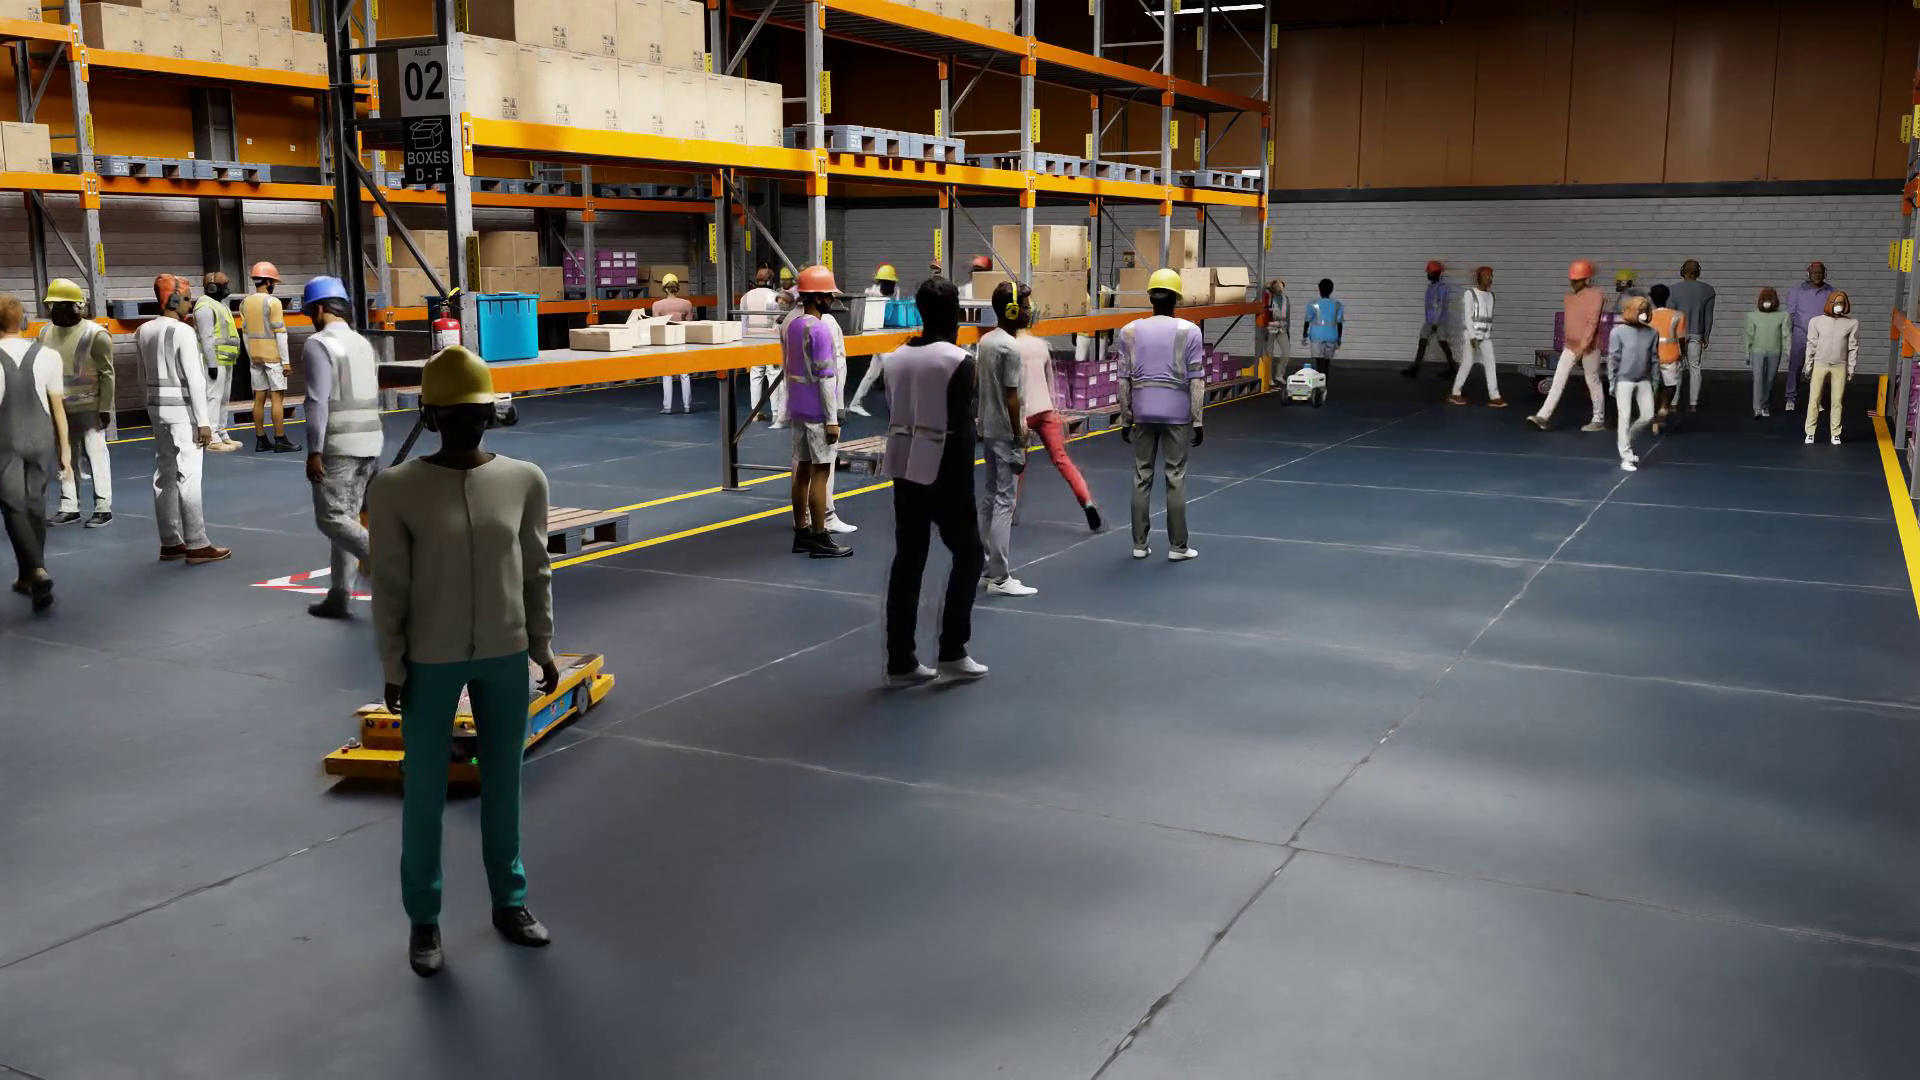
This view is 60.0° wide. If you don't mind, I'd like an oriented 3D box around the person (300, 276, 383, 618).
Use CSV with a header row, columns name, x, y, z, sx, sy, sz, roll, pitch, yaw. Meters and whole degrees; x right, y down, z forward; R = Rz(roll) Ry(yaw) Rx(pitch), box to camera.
name,x,y,z,sx,sy,sz,roll,pitch,yaw
person,-3.336,-0.497,9.177,0.706,1.898,0.664,2,10,11

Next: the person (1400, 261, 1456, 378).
name,x,y,z,sx,sy,sz,roll,pitch,yaw
person,7.646,-3.549,26.863,1.000,1.887,0.556,-3,10,-16

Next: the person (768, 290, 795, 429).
name,x,y,z,sx,sy,sz,roll,pitch,yaw
person,-1.910,-2.097,19.287,0.750,1.608,0.548,-8,13,-39

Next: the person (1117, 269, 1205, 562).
name,x,y,z,sx,sy,sz,roll,pitch,yaw
person,1.328,-0.814,10.941,0.585,1.918,0.381,5,11,25

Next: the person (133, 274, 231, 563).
name,x,y,z,sx,sy,sz,roll,pitch,yaw
person,-5.115,-0.789,10.889,0.573,1.886,0.354,6,11,30

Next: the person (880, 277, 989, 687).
name,x,y,z,sx,sy,sz,roll,pitch,yaw
person,-0.100,-0.262,7.772,0.646,1.903,0.649,-9,13,-42

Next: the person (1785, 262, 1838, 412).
name,x,y,z,sx,sy,sz,roll,pitch,yaw
person,10.876,-2.590,21.256,0.643,1.909,0.409,2,10,11

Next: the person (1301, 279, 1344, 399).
name,x,y,z,sx,sy,sz,roll,pitch,yaw
person,5.075,-2.823,23.337,0.540,1.642,0.882,-2,10,-9

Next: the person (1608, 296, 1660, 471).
name,x,y,z,sx,sy,sz,roll,pitch,yaw
person,6.299,-1.466,15.566,0.520,1.626,0.496,-1,10,-6

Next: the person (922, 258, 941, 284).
name,x,y,z,sx,sy,sz,roll,pitch,yaw
person,-0.285,-3.018,23.478,0.622,1.992,0.396,7,12,36

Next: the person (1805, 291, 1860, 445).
name,x,y,z,sx,sy,sz,roll,pitch,yaw
person,9.209,-1.817,17.596,0.496,1.629,0.277,4,10,20

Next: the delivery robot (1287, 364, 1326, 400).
name,x,y,z,sx,sy,sz,roll,pitch,yaw
delivery robot,4.587,-2.090,21.997,0.477,0.478,0.707,5,11,29

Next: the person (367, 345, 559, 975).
name,x,y,z,sx,sy,sz,roll,pitch,yaw
person,-1.397,0.332,4.746,0.526,1.769,0.328,-7,12,-33

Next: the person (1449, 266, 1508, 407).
name,x,y,z,sx,sy,sz,roll,pitch,yaw
person,6.879,-2.691,22.020,0.578,1.851,0.850,-5,11,-26

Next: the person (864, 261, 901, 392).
name,x,y,z,sx,sy,sz,roll,pitch,yaw
person,-1.109,-3.065,24.052,0.552,1.910,0.821,-1,10,-3

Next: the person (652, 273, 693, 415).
name,x,y,z,sx,sy,sz,roll,pitch,yaw
person,-3.593,-2.449,20.852,0.526,1.768,0.314,-5,11,-25

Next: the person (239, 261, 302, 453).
name,x,y,z,sx,sy,sz,roll,pitch,yaw
person,-7.010,-1.848,16.879,0.544,1.936,0.359,4,11,24

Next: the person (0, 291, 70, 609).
name,x,y,z,sx,sy,sz,roll,pitch,yaw
person,-5.398,-0.521,9.571,0.530,1.811,0.915,-9,13,-42

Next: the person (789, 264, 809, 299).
name,x,y,z,sx,sy,sz,roll,pitch,yaw
person,-2.021,-2.728,22.155,0.629,1.880,1.032,1,10,8

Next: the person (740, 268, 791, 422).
name,x,y,z,sx,sy,sz,roll,pitch,yaw
person,-2.311,-2.324,19.925,0.622,1.838,0.429,5,11,27

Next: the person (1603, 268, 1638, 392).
name,x,y,z,sx,sy,sz,roll,pitch,yaw
person,9.682,-3.030,24.098,0.693,1.807,0.597,6,11,29

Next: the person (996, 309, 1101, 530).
name,x,y,z,sx,sy,sz,roll,pitch,yaw
person,0.599,-0.919,12.146,0.894,1.718,0.551,9,14,43

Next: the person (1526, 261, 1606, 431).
name,x,y,z,sx,sy,sz,roll,pitch,yaw
person,6.935,-2.165,18.745,1.025,1.927,0.600,-5,11,-26

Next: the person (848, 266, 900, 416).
name,x,y,z,sx,sy,sz,roll,pitch,yaw
person,-0.957,-2.425,20.435,1.005,1.872,0.604,3,10,16

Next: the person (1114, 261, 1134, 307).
name,x,y,z,sx,sy,sz,roll,pitch,yaw
person,2.553,-3.218,24.925,0.631,1.888,1.033,9,13,42

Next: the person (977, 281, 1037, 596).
name,x,y,z,sx,sy,sz,roll,pitch,yaw
person,0.264,-0.592,9.837,0.316,1.860,0.516,-4,11,-21

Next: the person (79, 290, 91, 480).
name,x,y,z,sx,sy,sz,roll,pitch,yaw
person,-7.881,-1.407,14.968,0.505,1.711,0.794,3,10,14

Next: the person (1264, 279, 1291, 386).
name,x,y,z,sx,sy,sz,roll,pitch,yaw
person,4.822,-3.145,25.288,0.532,1.623,0.453,-4,11,-23

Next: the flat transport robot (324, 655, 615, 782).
name,x,y,z,sx,sy,sz,roll,pitch,yaw
flat transport robot,-1.999,0.696,6.962,0.652,0.197,1.431,1,10,7

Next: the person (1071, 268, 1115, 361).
name,x,y,z,sx,sy,sz,roll,pitch,yaw
person,1.828,-2.841,22.943,0.623,1.835,0.430,-1,10,-4

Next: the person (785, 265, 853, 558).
name,x,y,z,sx,sy,sz,roll,pitch,yaw
person,-0.950,-0.847,11.077,0.360,1.938,0.545,-6,11,-31

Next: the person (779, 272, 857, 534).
name,x,y,z,sx,sy,sz,roll,pitch,yaw
person,-1.017,-0.997,12.056,0.406,1.902,0.636,-8,12,-37

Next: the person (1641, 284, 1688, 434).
name,x,y,z,sx,sy,sz,roll,pitch,yaw
person,7.760,-1.998,18.453,0.557,1.681,0.451,6,11,29

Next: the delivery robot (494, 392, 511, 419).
name,x,y,z,sx,sy,sz,roll,pitch,yaw
delivery robot,-5.581,-1.630,19.339,0.707,0.478,0.477,4,11,22

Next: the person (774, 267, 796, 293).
name,x,y,z,sx,sy,sz,roll,pitch,yaw
person,-2.597,-3.240,25.279,0.611,1.813,0.440,1,10,4

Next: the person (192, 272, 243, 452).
name,x,y,z,sx,sy,sz,roll,pitch,yaw
person,-7.598,-1.824,17.053,0.430,1.836,0.625,-2,10,-9

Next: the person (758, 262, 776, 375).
name,x,y,z,sx,sy,sz,roll,pitch,yaw
person,-3.220,-3.664,27.582,0.328,1.872,0.515,-6,11,-30

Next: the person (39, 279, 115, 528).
name,x,y,z,sx,sy,sz,roll,pitch,yaw
person,-6.532,-1.000,12.264,0.586,1.835,0.404,2,10,11

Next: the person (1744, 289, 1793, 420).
name,x,y,z,sx,sy,sz,roll,pitch,yaw
person,9.859,-2.266,20.325,0.510,1.577,0.889,4,11,21

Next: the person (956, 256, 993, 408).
name,x,y,z,sx,sy,sz,roll,pitch,yaw
person,0.238,-2.539,20.732,0.626,1.996,1.040,5,11,27

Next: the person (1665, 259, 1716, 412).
name,x,y,z,sx,sy,sz,roll,pitch,yaw
person,9.254,-2.595,21.197,0.630,1.940,0.372,0,10,1
